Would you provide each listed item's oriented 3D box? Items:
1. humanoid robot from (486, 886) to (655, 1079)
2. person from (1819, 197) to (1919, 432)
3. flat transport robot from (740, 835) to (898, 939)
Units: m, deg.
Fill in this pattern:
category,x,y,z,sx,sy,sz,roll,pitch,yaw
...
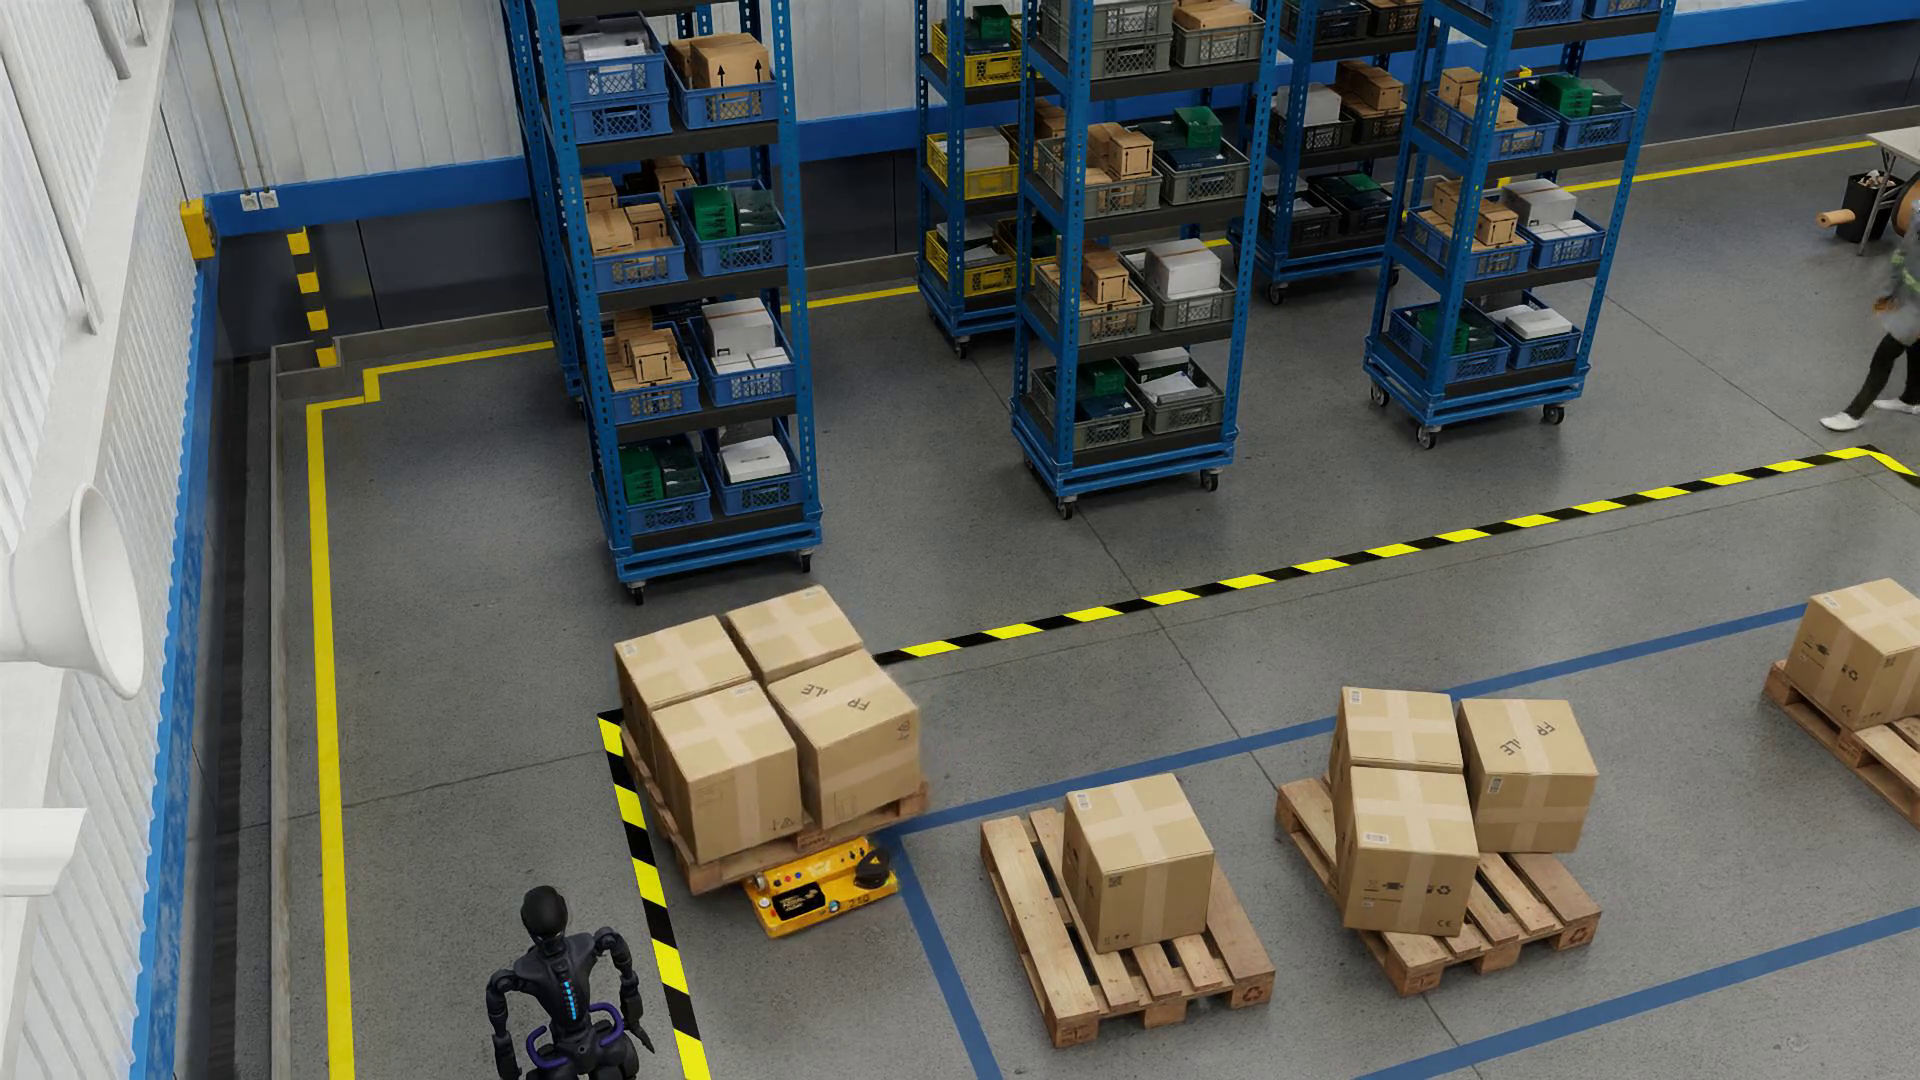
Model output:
category,x,y,z,sx,sy,sz,roll,pitch,yaw
humanoid robot,-1.420,1.902,6.123,0.599,1.657,0.315,-18,39,-24
person,6.232,-1.536,10.918,0.829,1.791,0.613,4,35,5
flat transport robot,-0.900,1.302,8.186,0.652,0.197,1.431,-16,38,-22
